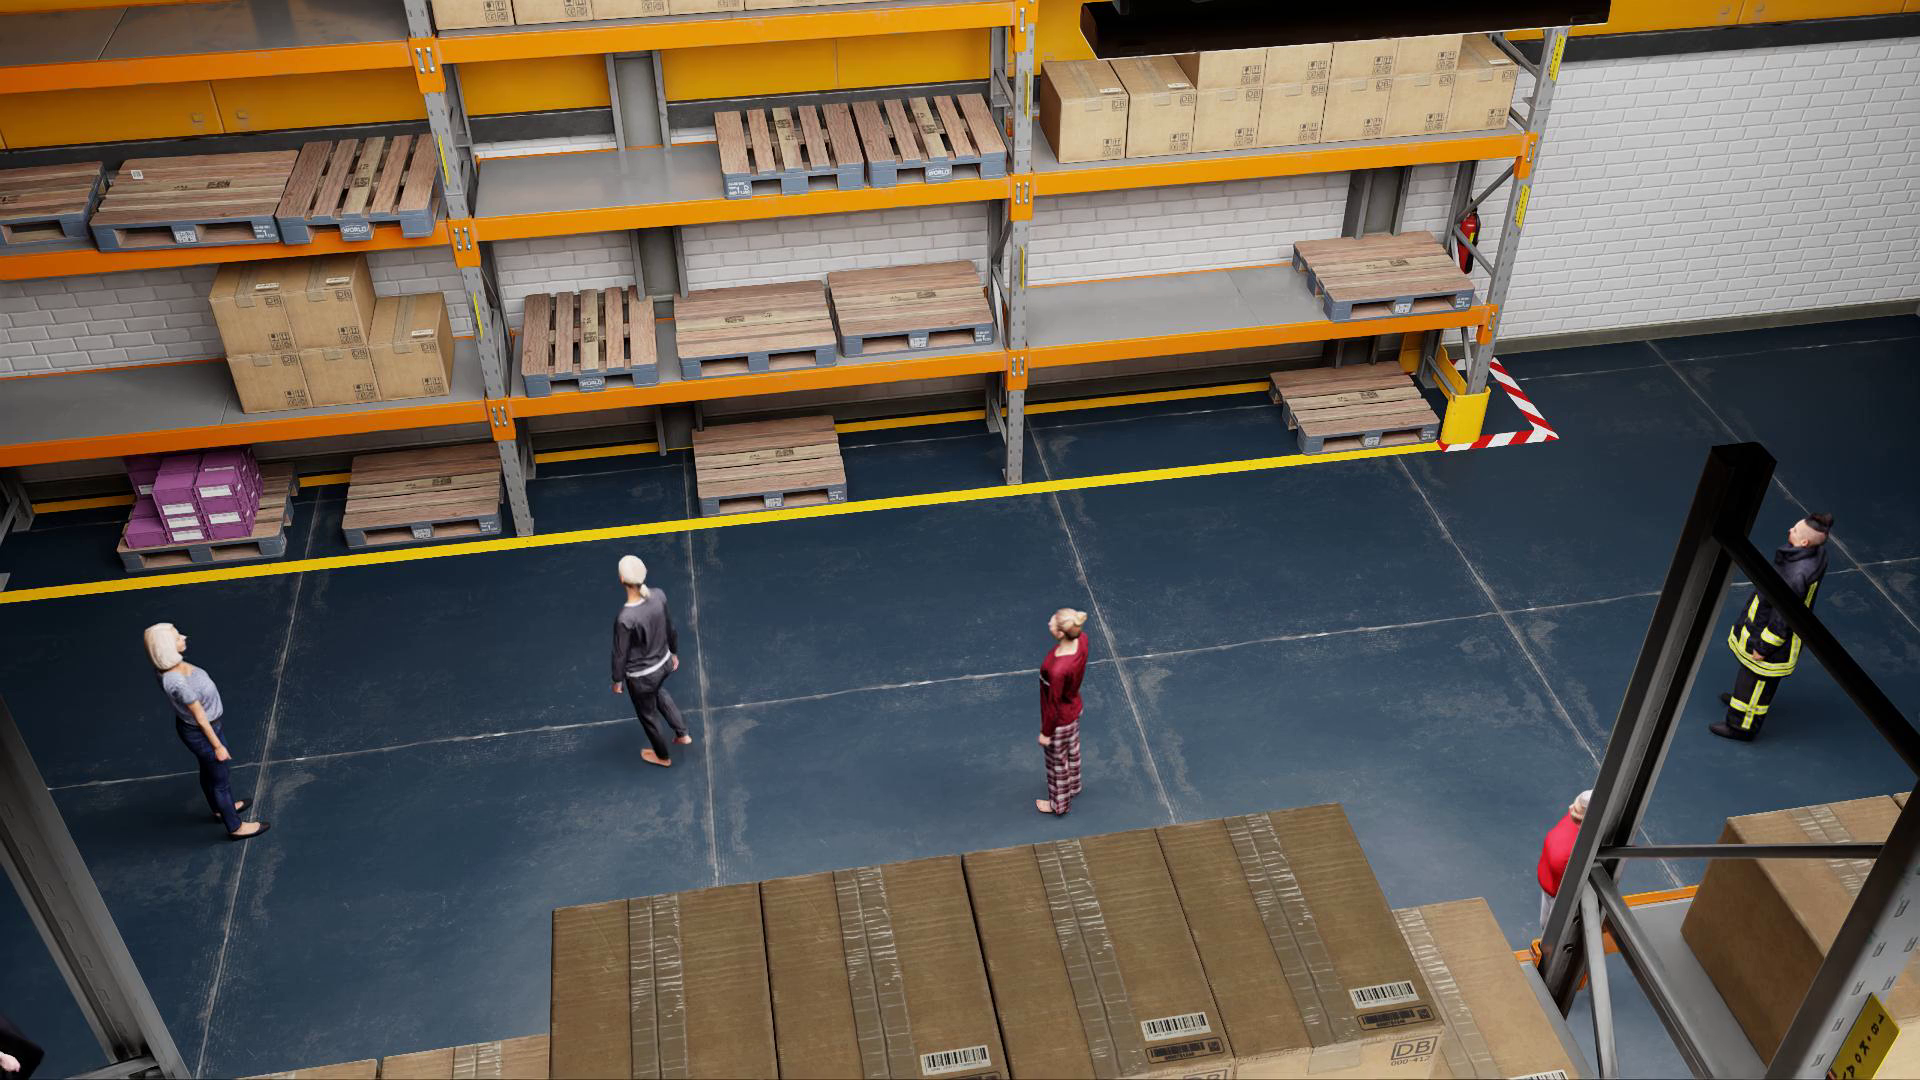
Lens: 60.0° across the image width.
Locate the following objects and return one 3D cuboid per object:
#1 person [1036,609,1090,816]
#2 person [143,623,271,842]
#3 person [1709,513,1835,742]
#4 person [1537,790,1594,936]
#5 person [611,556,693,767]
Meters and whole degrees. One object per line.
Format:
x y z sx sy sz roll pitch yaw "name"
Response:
0.651 1.079 10.572 0.694 1.696 0.682 16 41 20 "person"
-4.760 1.189 10.412 0.665 1.722 0.657 -27 46 -30 "person"
5.444 0.562 11.086 0.938 1.862 0.880 23 44 26 "person"
3.421 2.009 9.409 0.593 1.694 0.601 3 39 3 "person"
-1.976 0.841 10.855 0.797 1.713 0.748 19 42 22 "person"
